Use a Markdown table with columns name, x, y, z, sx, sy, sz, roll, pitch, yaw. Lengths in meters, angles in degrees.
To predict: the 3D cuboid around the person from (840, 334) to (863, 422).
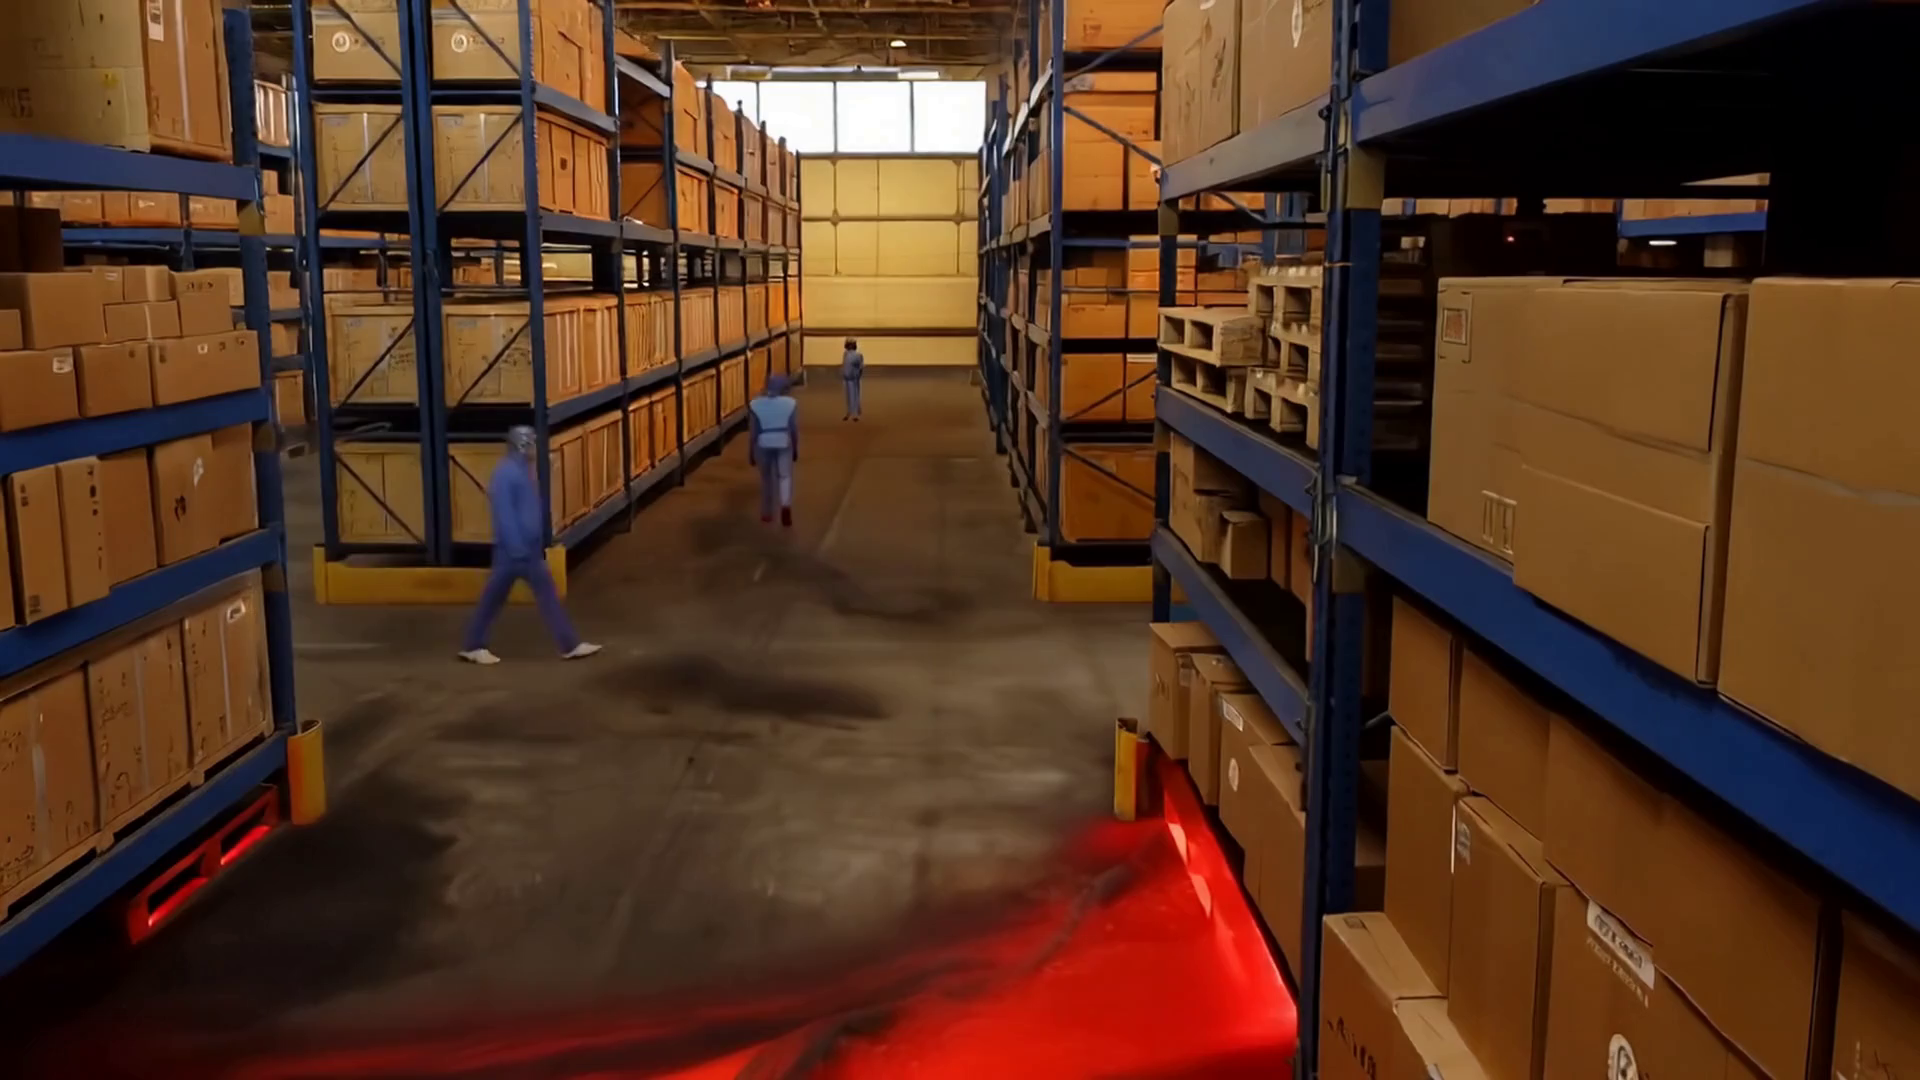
| name | x | y | z | sx | sy | sz | roll | pitch | yaw |
| --- | --- | --- | --- | --- | --- | --- | --- | --- | --- |
| person | -2.156 | -3.211 | 33.025 | 0.487 | 1.744 | 0.297 | 6 | 11 | 33 |

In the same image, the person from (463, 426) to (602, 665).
| name | x | y | z | sx | sy | sz | roll | pitch | yaw |
| --- | --- | --- | --- | --- | --- | --- | --- | --- | --- |
| person | -3.354 | 0.049 | 12.748 | 1.052 | 1.839 | 0.669 | 0 | 9 | -2 |

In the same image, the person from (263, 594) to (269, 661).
| name | x | y | z | sx | sy | sz | roll | pitch | yaw |
| --- | --- | --- | --- | --- | --- | --- | --- | --- | --- |
| person | -5.676 | -0.013 | 12.612 | 0.998 | 1.995 | 0.637 | -5 | 10 | -27 |

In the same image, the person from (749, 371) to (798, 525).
| name | x | y | z | sx | sy | sz | roll | pitch | yaw |
| --- | --- | --- | --- | --- | --- | --- | --- | --- | --- |
| person | -2.214 | -1.098 | 19.843 | 0.578 | 1.820 | 0.832 | -2 | 9 | -12 |
